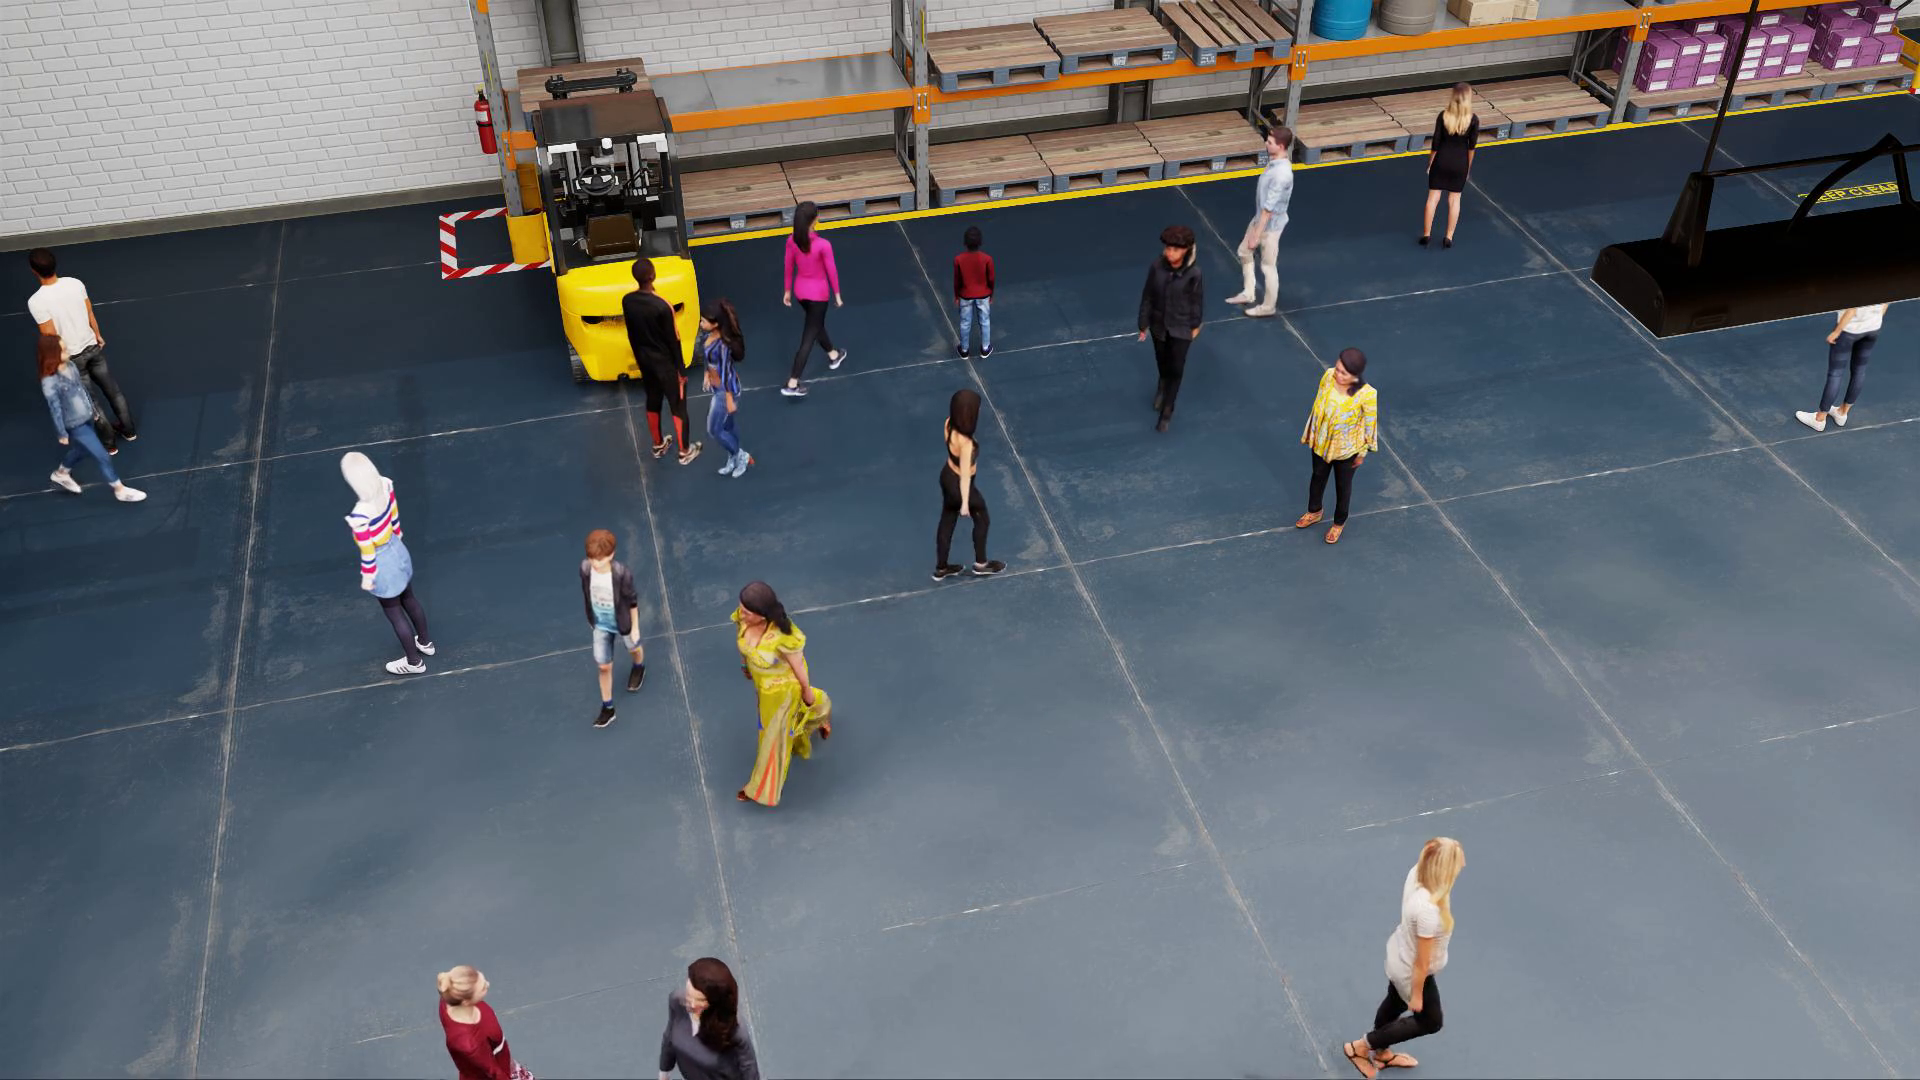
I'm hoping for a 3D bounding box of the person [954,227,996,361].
[{"bbox_3d":[0.123,-2.145,14.440,0.475,1.255,0.605,-2,39,-2],"label":"person"}]

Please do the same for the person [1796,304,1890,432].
[{"bbox_3d":[7.262,-1.692,13.428,0.443,1.808,0.666,-11,40,-14],"label":"person"}]

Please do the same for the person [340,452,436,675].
[{"bbox_3d":[-3.830,0.147,11.125,0.686,1.810,0.724,7,39,8],"label":"person"}]

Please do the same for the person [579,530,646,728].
[{"bbox_3d":[-2.260,0.497,11.009,0.947,1.409,0.850,5,39,7],"label":"person"}]

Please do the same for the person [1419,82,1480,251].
[{"bbox_3d":[4.666,-3.554,15.865,0.561,1.677,0.674,10,40,12],"label":"person"}]

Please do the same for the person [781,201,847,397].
[{"bbox_3d":[-1.289,-1.980,13.918,1.092,1.658,1.156,20,43,24],"label":"person"}]

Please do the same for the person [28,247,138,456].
[{"bbox_3d":[-7.006,-1.503,13.205,0.757,1.803,0.711,17,42,20],"label":"person"}]

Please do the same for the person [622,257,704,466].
[{"bbox_3d":[-2.389,-1.388,13.048,0.730,1.808,0.808,16,41,19],"label":"person"}]

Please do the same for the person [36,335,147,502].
[{"bbox_3d":[-6.831,-0.908,12.736,1.036,1.449,0.752,0,39,0],"label":"person"}]

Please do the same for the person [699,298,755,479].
[{"bbox_3d":[-1.765,-1.181,12.945,0.580,1.615,0.624,-9,40,-11],"label":"person"}]

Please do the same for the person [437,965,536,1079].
[{"bbox_3d":[-2.369,2.645,8.094,0.671,1.689,0.680,-17,42,-20],"label":"person"}]

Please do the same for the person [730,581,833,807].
[{"bbox_3d":[-1.077,0.854,10.410,1.096,1.608,1.285,26,45,29],"label":"person"}]

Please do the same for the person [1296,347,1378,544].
[{"bbox_3d":[2.807,-0.719,12.335,0.867,1.653,0.916,31,48,33],"label":"person"}]

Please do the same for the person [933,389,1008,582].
[{"bbox_3d":[-0.080,-0.359,11.906,0.818,1.626,0.660,-19,42,-22],"label":"person"}]

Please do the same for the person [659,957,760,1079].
[{"bbox_3d":[-1.166,2.583,8.141,1.036,1.727,1.161,25,45,27],"label":"person"}]

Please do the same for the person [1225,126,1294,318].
[{"bbox_3d":[2.830,-2.798,14.793,0.778,1.835,0.745,1,39,1],"label":"person"}]

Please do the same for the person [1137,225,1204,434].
[{"bbox_3d":[1.755,-1.823,13.645,1.028,1.744,1.038,14,41,17],"label":"person"}]

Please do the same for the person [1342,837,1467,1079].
[{"bbox_3d":[2.236,2.185,8.566,0.781,1.818,0.734,2,39,3],"label":"person"}]
